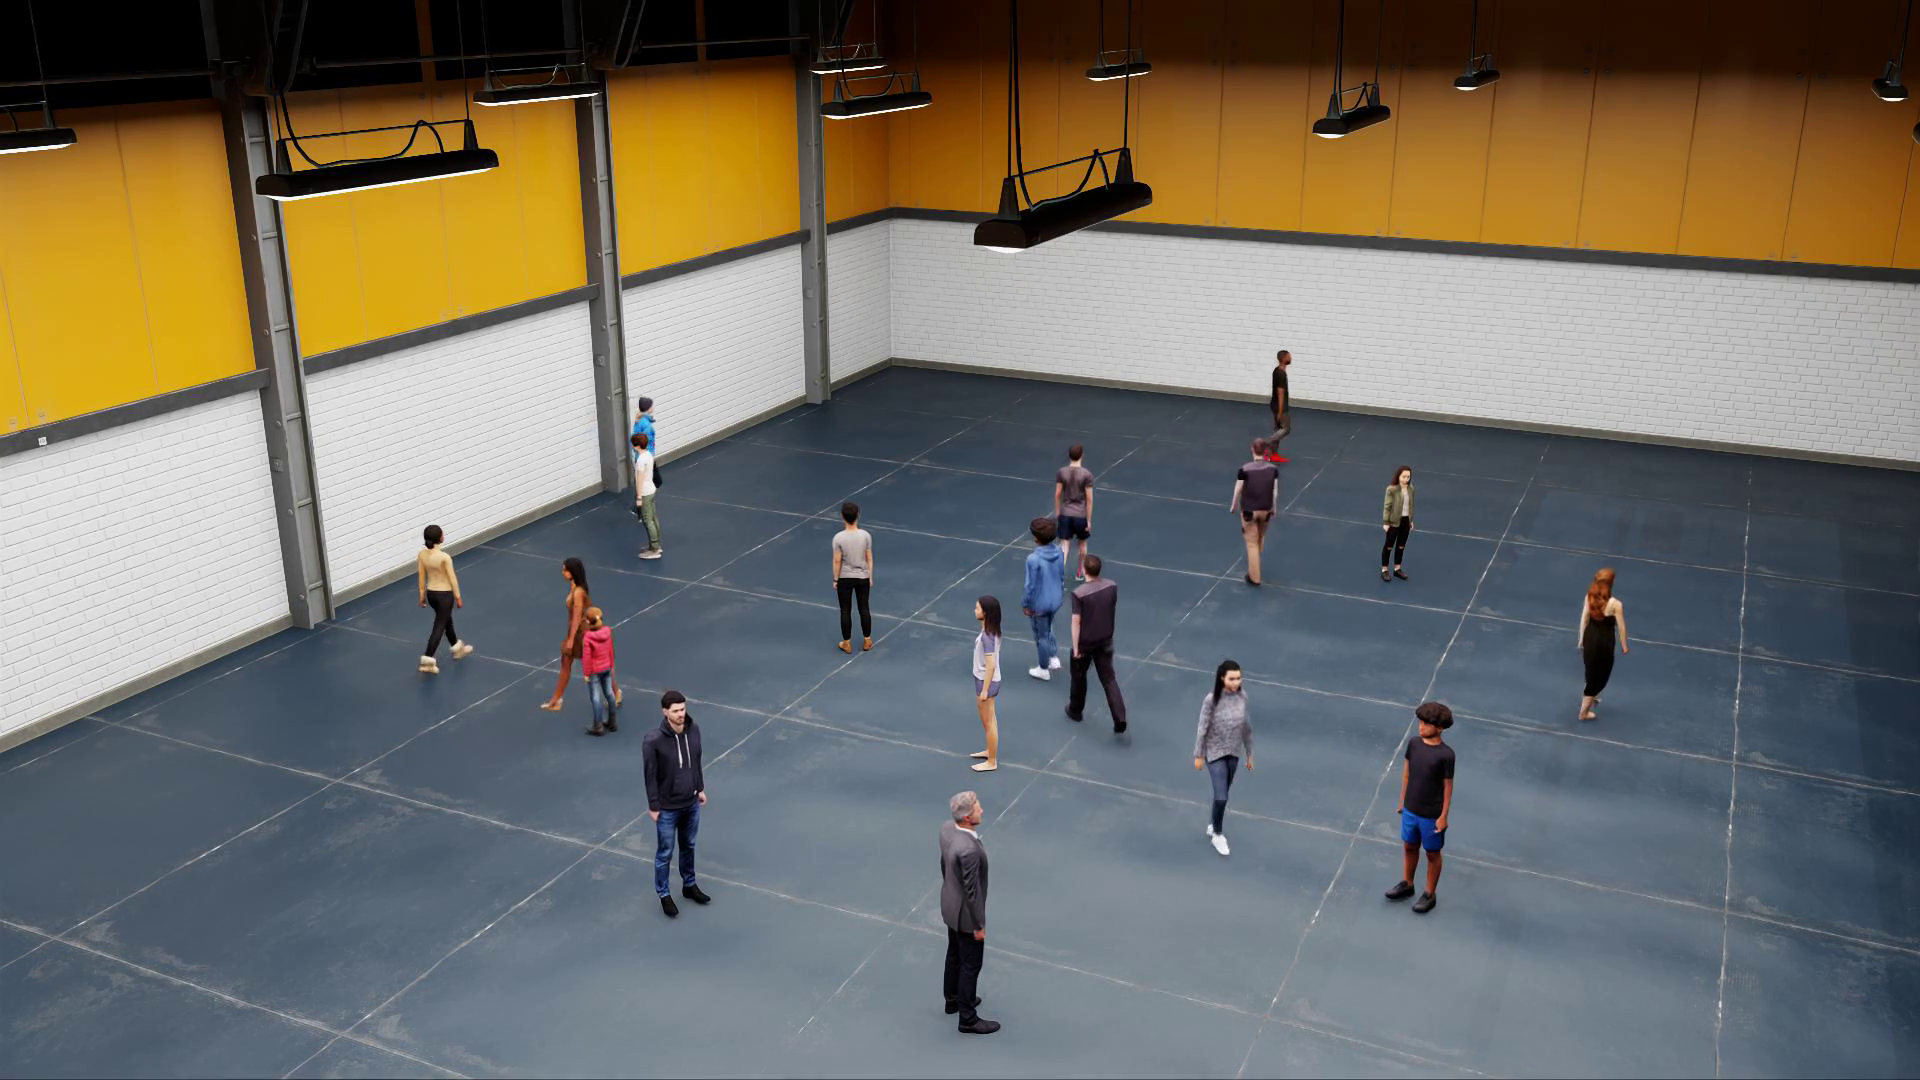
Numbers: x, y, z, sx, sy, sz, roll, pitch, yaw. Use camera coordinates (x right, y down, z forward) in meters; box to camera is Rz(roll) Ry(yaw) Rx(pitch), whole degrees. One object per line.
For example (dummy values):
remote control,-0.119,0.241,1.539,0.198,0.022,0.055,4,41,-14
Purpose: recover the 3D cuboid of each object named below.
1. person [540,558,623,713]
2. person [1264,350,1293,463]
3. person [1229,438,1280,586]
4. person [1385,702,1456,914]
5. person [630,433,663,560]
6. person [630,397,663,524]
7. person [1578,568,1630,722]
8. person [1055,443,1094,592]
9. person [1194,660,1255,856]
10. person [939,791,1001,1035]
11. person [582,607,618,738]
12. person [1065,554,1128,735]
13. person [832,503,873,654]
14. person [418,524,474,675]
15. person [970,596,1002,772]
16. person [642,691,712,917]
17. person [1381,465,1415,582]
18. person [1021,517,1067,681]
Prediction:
person,-3.759,0.997,16.926,1.099,1.639,1.010,-8,20,-21
person,4.853,-2.046,25.720,0.893,1.793,0.860,-1,19,-2
person,3.691,-0.323,20.590,1.067,1.803,1.182,-4,19,-13
person,3.740,2.123,13.337,0.698,1.796,0.696,-14,23,-35
person,-4.074,-0.588,21.614,0.691,1.650,0.595,0,19,0
person,-4.408,-1.087,22.878,0.856,1.789,0.797,-8,20,-23
person,6.384,1.076,16.741,0.871,1.608,0.778,-12,22,-31
person,1.358,-0.229,20.301,0.739,1.808,1.206,6,19,17
person,2.234,1.811,14.383,0.826,1.719,0.887,-8,20,-22
person,0.040,2.610,11.818,0.851,1.842,0.797,-7,20,-20
person,-3.572,1.301,16.538,0.614,1.310,0.489,14,23,36
person,1.379,1.050,16.488,1.184,1.817,1.230,-7,20,-20
person,-1.193,0.418,18.531,0.686,1.712,0.719,-4,19,-12
person,-5.661,0.659,17.946,0.603,1.628,1.083,8,20,23
person,0.261,1.339,15.762,0.713,1.734,0.581,0,19,1
person,-2.280,2.071,13.338,0.654,1.894,0.809,-16,24,-40
person,5.480,-0.227,20.816,0.650,1.477,0.709,-7,20,-19
person,0.954,0.654,17.695,0.731,1.798,0.855,-14,23,-37
